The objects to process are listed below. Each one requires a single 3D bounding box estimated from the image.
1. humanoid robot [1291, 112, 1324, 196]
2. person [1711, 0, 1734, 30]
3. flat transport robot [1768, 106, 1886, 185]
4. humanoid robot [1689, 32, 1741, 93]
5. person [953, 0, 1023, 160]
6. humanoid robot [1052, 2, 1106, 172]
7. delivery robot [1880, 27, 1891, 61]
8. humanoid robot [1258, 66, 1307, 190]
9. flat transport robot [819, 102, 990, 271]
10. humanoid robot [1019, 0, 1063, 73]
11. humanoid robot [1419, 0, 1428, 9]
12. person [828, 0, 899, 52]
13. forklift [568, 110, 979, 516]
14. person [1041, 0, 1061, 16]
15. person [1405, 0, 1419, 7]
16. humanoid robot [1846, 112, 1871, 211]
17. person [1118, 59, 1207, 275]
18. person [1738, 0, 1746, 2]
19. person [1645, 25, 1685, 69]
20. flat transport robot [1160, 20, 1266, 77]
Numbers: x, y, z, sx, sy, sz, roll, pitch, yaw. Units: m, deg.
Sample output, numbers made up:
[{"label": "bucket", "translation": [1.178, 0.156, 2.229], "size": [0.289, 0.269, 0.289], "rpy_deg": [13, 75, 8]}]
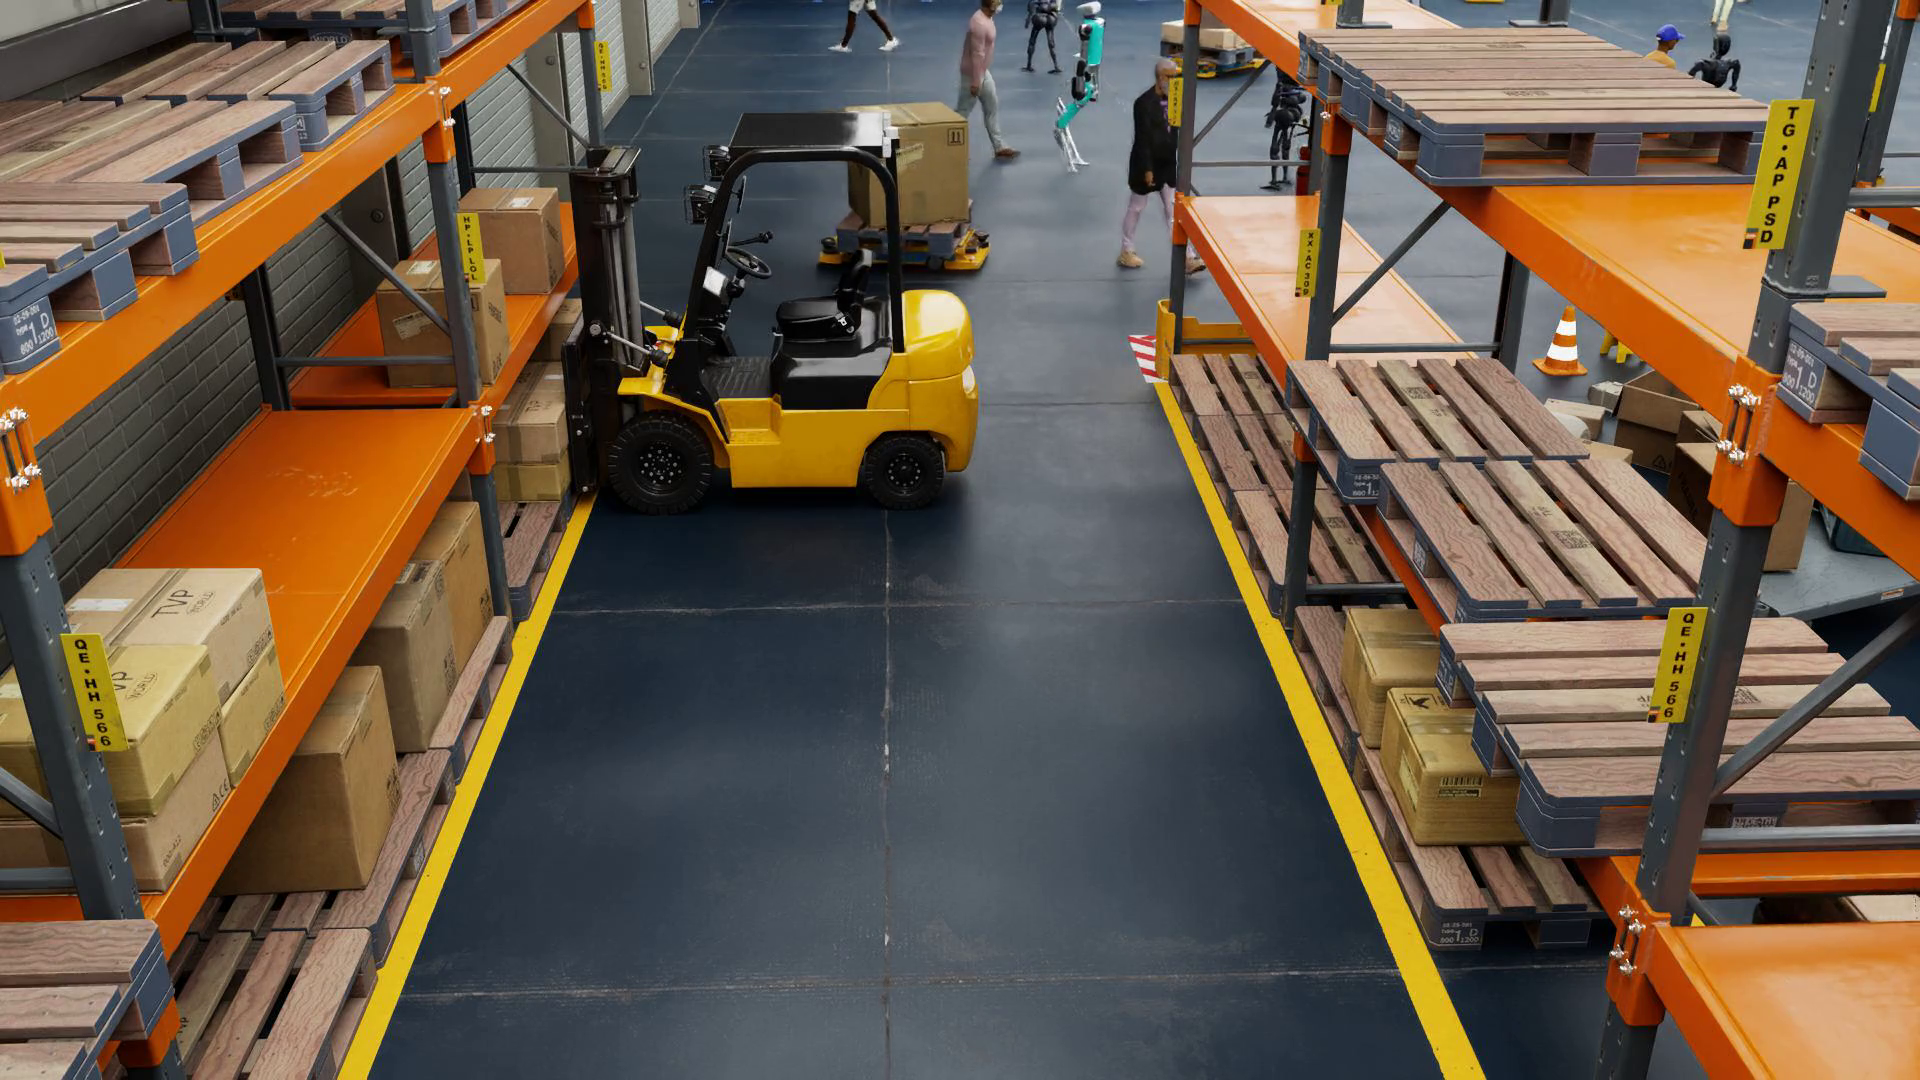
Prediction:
[{"label": "humanoid robot", "translation": [3.380, -3.972, 16.101], "size": [0.810, 1.842, 0.561], "rpy_deg": [-11, 27, -22]}, {"label": "person", "translation": [12.577, -9.264, 27.042], "size": [0.530, 1.872, 0.487], "rpy_deg": [23, 34, 39]}, {"label": "flat transport robot", "translation": [9.010, -3.976, 17.723], "size": [0.659, 0.231, 1.431], "rpy_deg": [-14, 29, -27]}, {"label": "humanoid robot", "translation": [7.503, -4.287, 16.755], "size": [0.605, 1.637, 0.438], "rpy_deg": [-3, 25, -7]}, {"label": "person", "translation": [0.251, -5.041, 18.105], "size": [0.856, 1.882, 0.649], "rpy_deg": [5, 26, 10]}, {"label": "humanoid robot", "translation": [1.192, -4.828, 17.848], "size": [0.666, 1.838, 0.544], "rpy_deg": [11, 27, 22]}, {"label": "delivery robot", "translation": [13.546, -7.372, 24.594], "size": [0.807, 0.606, 0.499], "rpy_deg": [-14, 29, -28]}, {"label": "humanoid robot", "translation": [3.351, -4.458, 17.085], "size": [0.326, 1.651, 0.589], "rpy_deg": [16, 29, 30]}, {"label": "flat transport robot", "translation": [-0.482, -2.608, 14.826], "size": [1.431, 0.231, 0.659], "rpy_deg": [4, 26, 9]}, {"label": "humanoid robot", "translation": [1.157, -7.408, 23.370], "size": [0.677, 1.623, 0.584], "rpy_deg": [22, 33, 39]}, {"label": "humanoid robot", "translation": [8.012, -10.005, 28.860], "size": [0.416, 1.636, 0.610], "rpy_deg": [3, 26, 7]}, {"label": "person", "translation": [-1.447, -8.285, 25.023], "size": [1.064, 1.838, 0.551], "rpy_deg": [-1, 25, -3]}, {"label": "forklift", "translation": [-1.043, -1.379, 9.976], "size": [2.313, 2.155, 1.214], "rpy_deg": [-1, 25, -2]}, {"label": "person", "translation": [1.577, -9.955, 28.685], "size": [0.340, 1.720, 0.639], "rpy_deg": [17, 30, 32]}, {"label": "person", "translation": [6.809, -8.372, 25.185], "size": [0.568, 1.844, 0.378], "rpy_deg": [-4, 26, -8]}, {"label": "humanoid robot", "translation": [8.384, -3.812, 15.728], "size": [0.429, 1.654, 0.615], "rpy_deg": [-10, 27, -21]}, {"label": "person", "translation": [1.715, -3.163, 14.198], "size": [0.547, 1.815, 0.981], "rpy_deg": [-14, 29, -27]}, {"label": "person", "translation": [14.537, -10.840, 30.371], "size": [0.508, 1.872, 0.931], "rpy_deg": [14, 29, 27]}, {"label": "person", "translation": [6.957, -4.276, 16.662], "size": [0.353, 1.717, 0.451], "rpy_deg": [-10, 27, -20]}, {"label": "flat transport robot", "translation": [3.631, -6.778, 23.657], "size": [0.659, 0.231, 1.431], "rpy_deg": [23, 34, 40]}]
